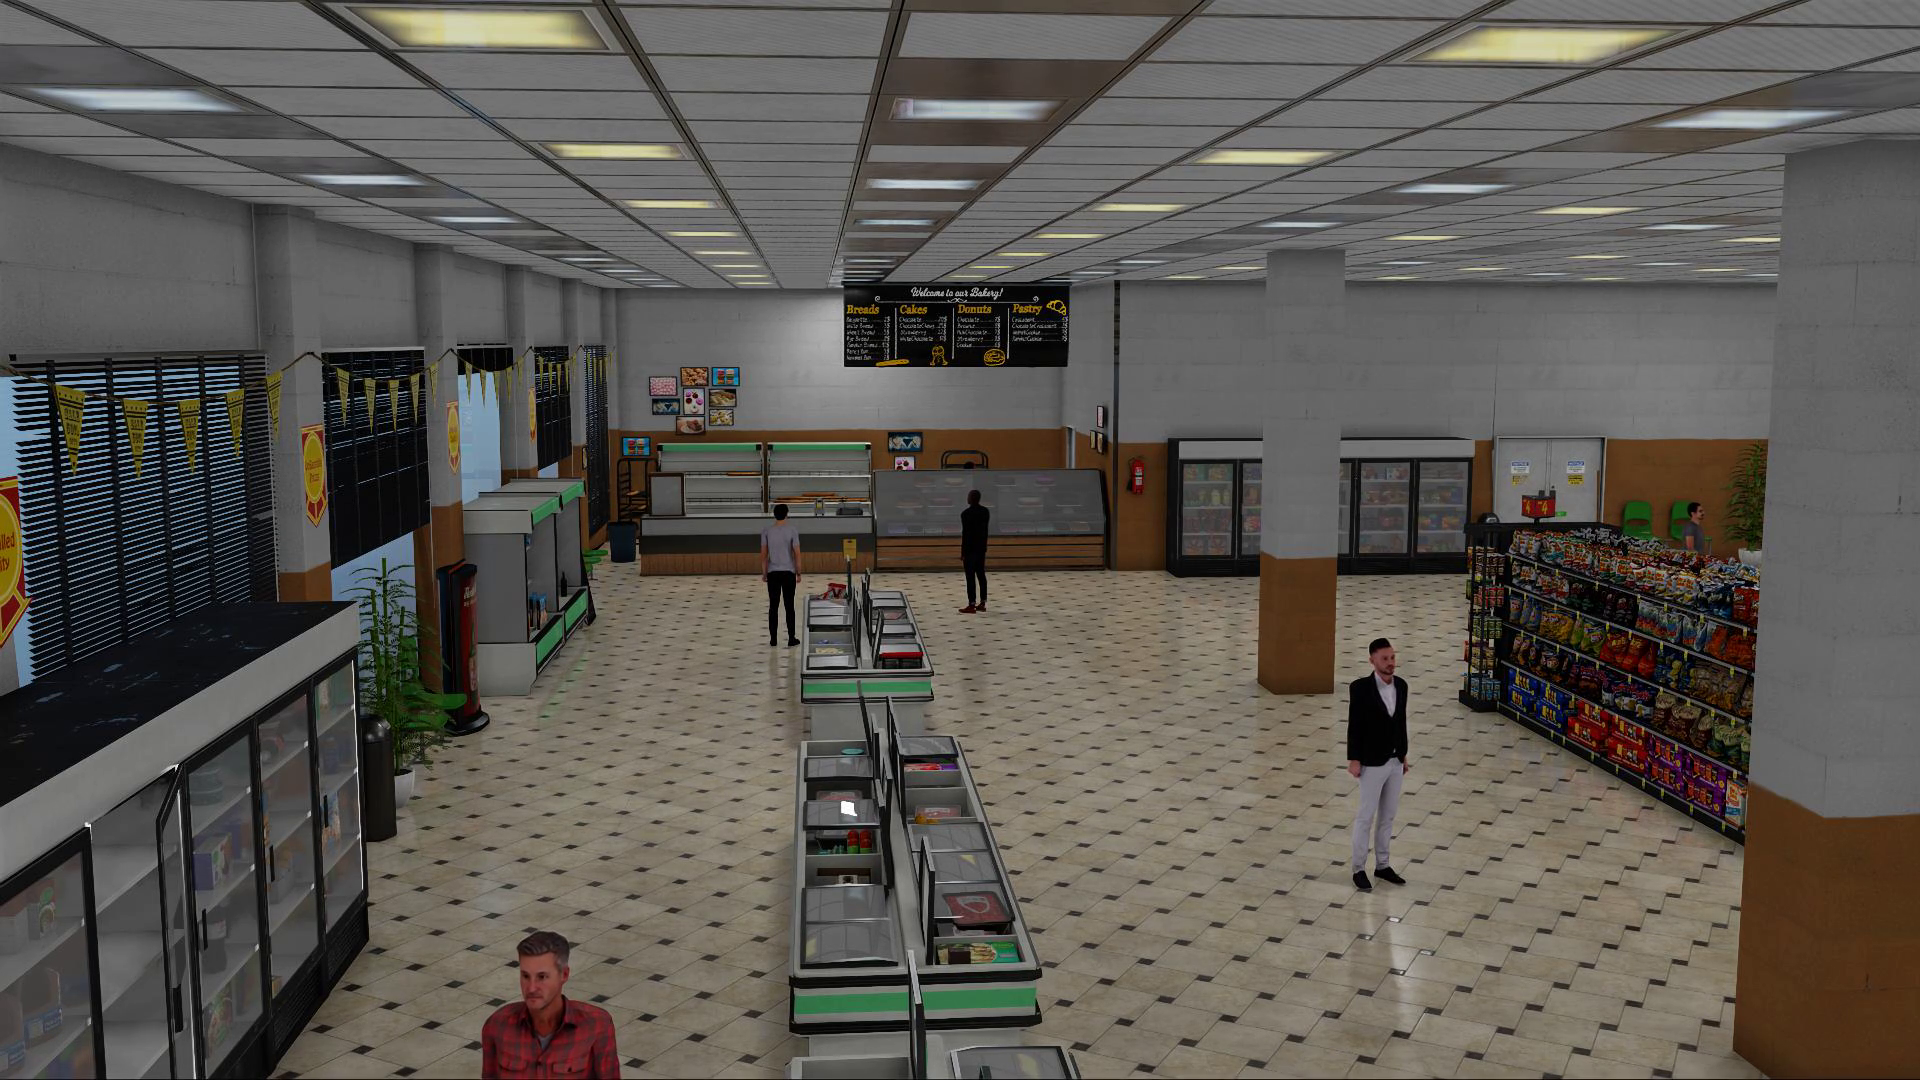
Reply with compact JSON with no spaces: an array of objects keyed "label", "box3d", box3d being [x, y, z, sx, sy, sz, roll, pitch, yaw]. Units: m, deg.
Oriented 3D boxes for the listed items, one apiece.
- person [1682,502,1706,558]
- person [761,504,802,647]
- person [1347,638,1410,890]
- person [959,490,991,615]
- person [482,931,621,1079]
[{"label":"person","box3d":[10.201,0.344,23.183,0.763,1.755,0.672,4,8,30]},{"label":"person","box3d":[-2.353,0.453,21.831,0.708,1.862,0.592,1,7,5]},{"label":"person","box3d":[3.084,1.622,12.241,0.724,1.844,0.662,-3,7,-22]},{"label":"person","box3d":[0.219,0.161,24.436,0.832,1.818,0.784,6,9,43]},{"label":"person","box3d":[-1.536,2.352,6.252,0.701,1.830,0.546,0,7,-1]}]
